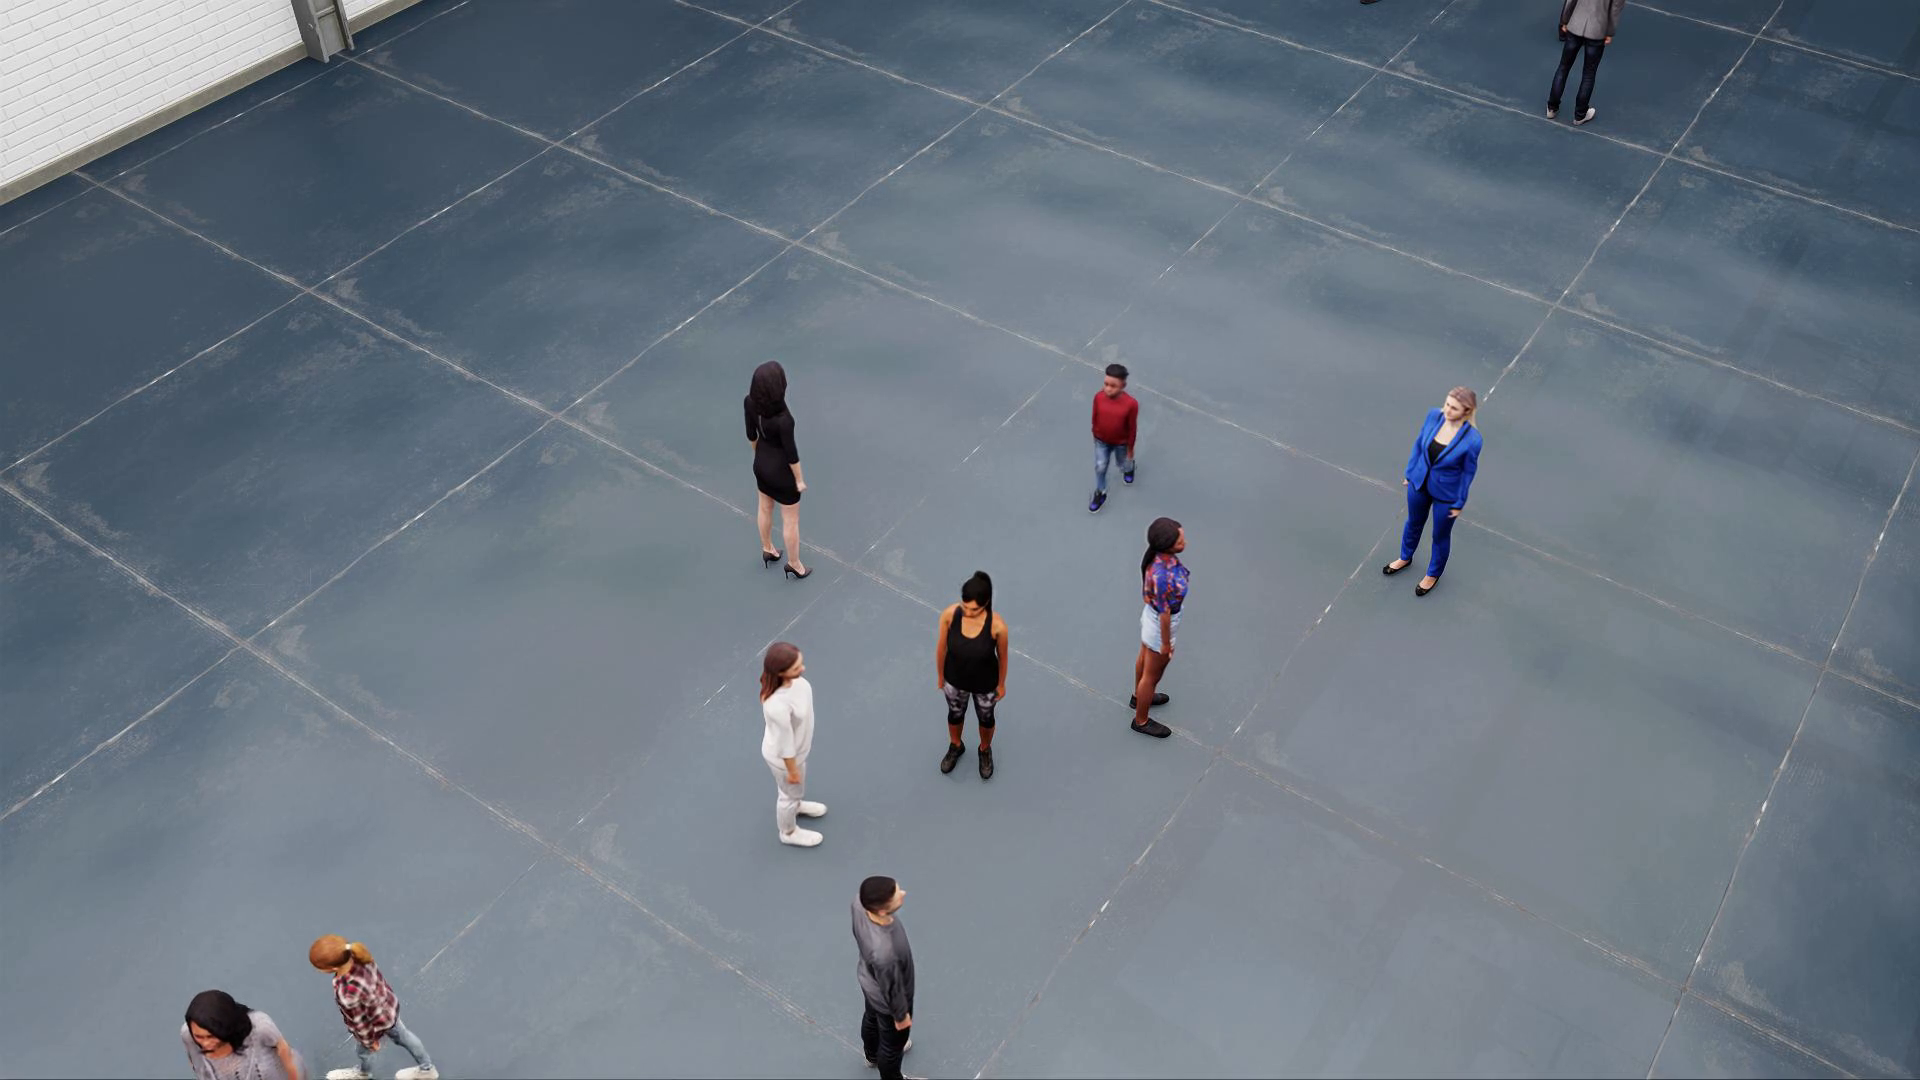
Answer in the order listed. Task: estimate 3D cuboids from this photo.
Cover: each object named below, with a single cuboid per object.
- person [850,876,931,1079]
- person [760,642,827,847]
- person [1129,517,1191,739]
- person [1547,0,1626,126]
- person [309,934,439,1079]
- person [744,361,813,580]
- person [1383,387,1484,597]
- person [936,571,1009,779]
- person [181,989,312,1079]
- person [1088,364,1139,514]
[{"bbox_3d":[-0.384,2.273,8.496,0.717,1.760,0.703,-16,46,-16],"label":"person"},{"bbox_3d":[-1.007,1.176,9.702,0.754,1.686,0.665,-1,44,-1],"label":"person"},{"bbox_3d":[1.236,0.520,10.349,0.732,1.743,0.630,1,44,1],"label":"person"},{"bbox_3d":[6.036,-4.914,15.961,0.670,1.871,0.568,26,49,25],"label":"person"},{"bbox_3d":[-2.979,2.464,8.649,0.846,1.274,0.837,-1,44,-1],"label":"person"},{"bbox_3d":[-1.256,-0.460,11.332,0.607,1.806,0.509,31,52,28],"label":"person"},{"bbox_3d":[3.248,-0.353,11.297,0.623,1.700,0.674,-31,52,-28],"label":"person"},{"bbox_3d":[0.076,0.805,10.100,0.649,1.674,0.635,8,44,8],"label":"person"},{"bbox_3d":[-3.472,2.618,8.254,0.771,1.596,0.830,-6,44,-6],"label":"person"},{"bbox_3d":[1.139,-0.786,12.083,0.598,1.243,0.783,16,46,16],"label":"person"}]
